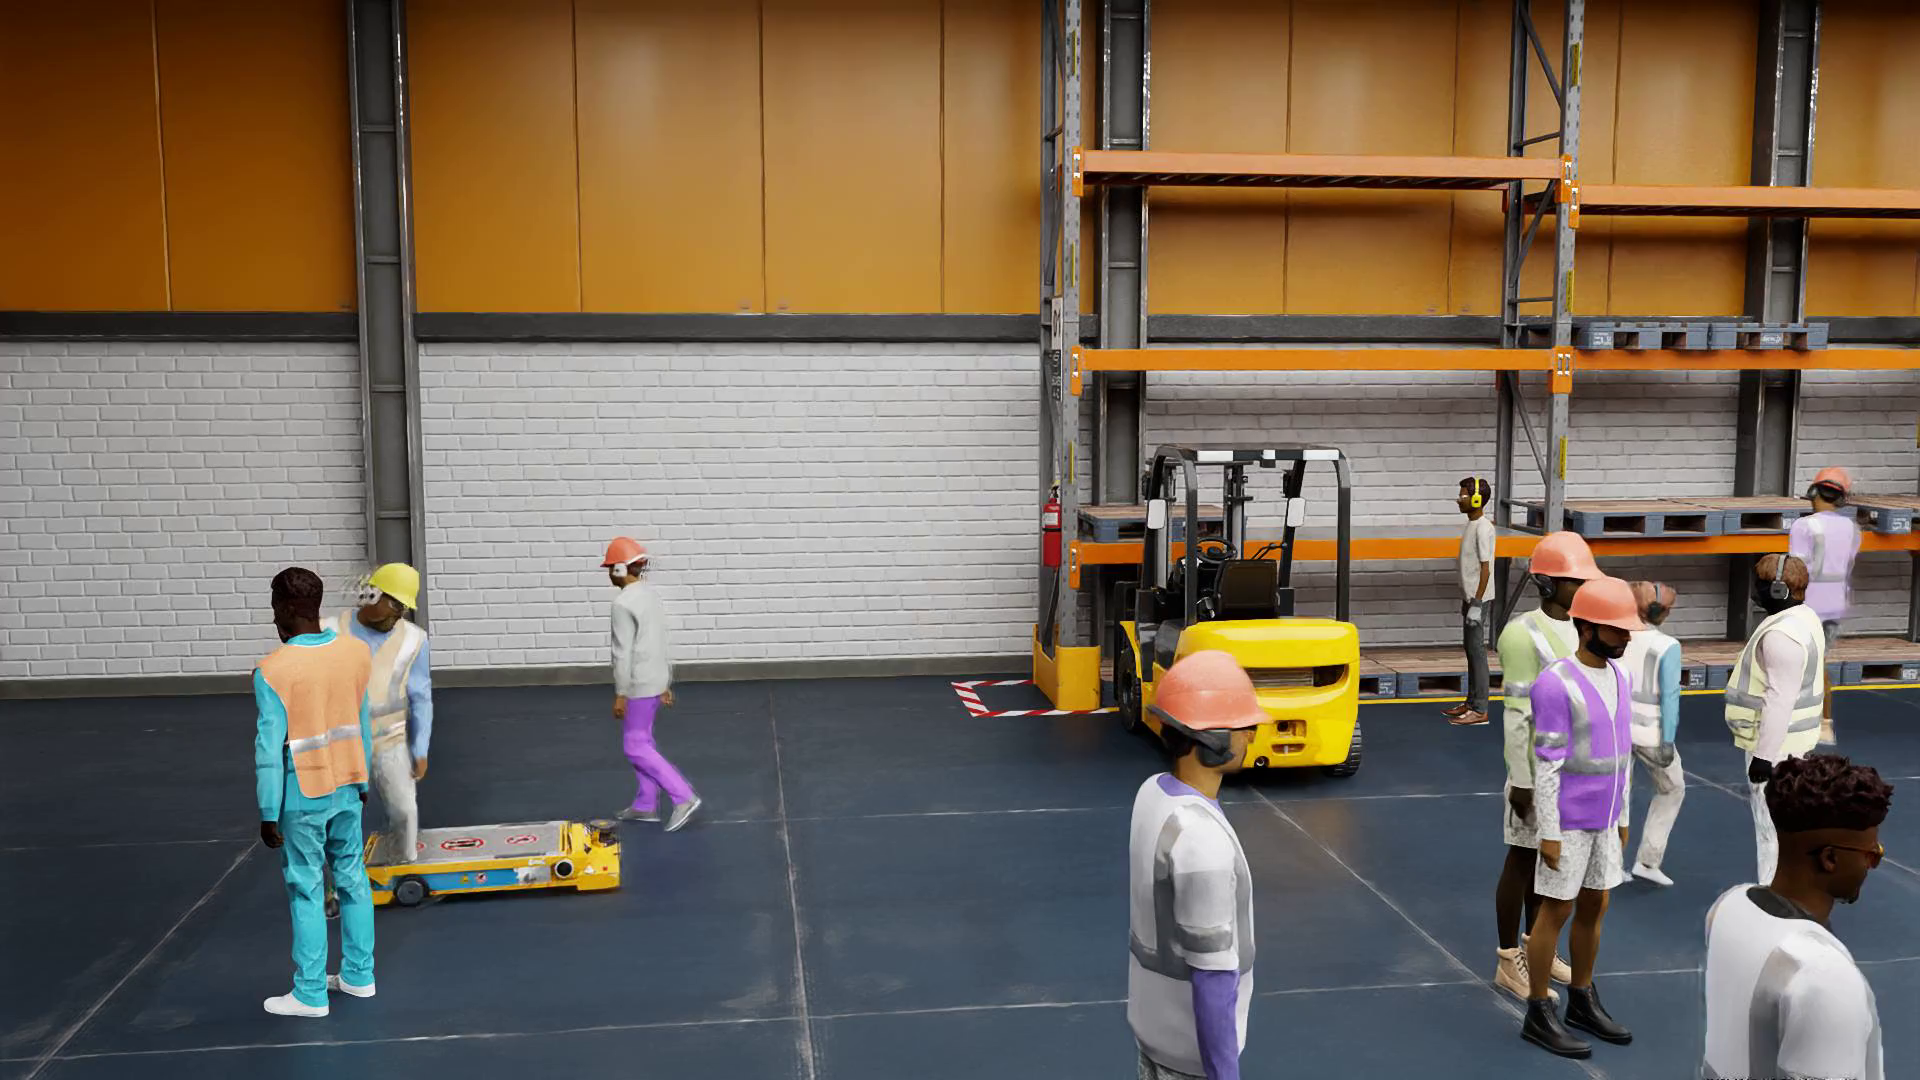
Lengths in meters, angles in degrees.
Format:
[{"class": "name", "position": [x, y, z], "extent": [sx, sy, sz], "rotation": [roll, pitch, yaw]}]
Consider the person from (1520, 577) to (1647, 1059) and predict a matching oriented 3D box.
[{"class": "person", "position": [2.526, 1.101, 6.678], "extent": [0.546, 1.929, 0.387], "rotation": [-4, 8, -32]}]

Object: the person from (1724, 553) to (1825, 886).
[{"class": "person", "position": [3.950, 0.981, 8.100], "extent": [0.429, 1.844, 0.626], "rotation": [4, 8, 32]}]

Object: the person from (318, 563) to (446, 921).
[{"class": "person", "position": [-2.944, 1.002, 8.245], "extent": [0.658, 1.780, 0.406], "rotation": [-2, 7, -13]}]

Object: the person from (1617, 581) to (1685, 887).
[{"class": "person", "position": [3.549, 1.016, 8.648], "extent": [0.416, 1.628, 0.536], "rotation": [-3, 7, -28]}]

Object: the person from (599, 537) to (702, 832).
[{"class": "person", "position": [-1.833, 0.843, 9.838], "extent": [0.631, 1.722, 0.581], "rotation": [1, 7, 9]}]

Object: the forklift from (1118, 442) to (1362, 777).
[{"class": "forklift", "position": [1.912, 0.418, 11.496], "extent": [1.214, 2.155, 2.313], "rotation": [-1, 7, -8]}]

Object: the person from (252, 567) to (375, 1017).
[{"class": "person", "position": [-2.732, 1.065, 7.073], "extent": [0.397, 1.911, 0.587], "rotation": [3, 7, 26]}]

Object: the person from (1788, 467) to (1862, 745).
[{"class": "person", "position": [5.990, 0.488, 11.753], "extent": [0.714, 2.000, 0.435], "rotation": [-3, 7, -22]}]

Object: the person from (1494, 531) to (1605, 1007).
[{"class": "person", "position": [2.578, 0.978, 7.243], "extent": [0.605, 2.045, 0.385], "rotation": [-6, 9, -42]}]

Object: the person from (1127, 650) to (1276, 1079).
[{"class": "person", "position": [0.639, 1.302, 4.405], "extent": [0.375, 2.042, 0.615], "rotation": [-1, 7, -8]}]

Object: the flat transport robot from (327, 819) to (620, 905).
[{"class": "flat transport robot", "position": [-2.530, 1.684, 8.751], "extent": [1.431, 0.197, 0.652], "rotation": [-2, 7, -13]}]

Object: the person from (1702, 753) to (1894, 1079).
[{"class": "person", "position": [1.889, 1.425, 3.728], "extent": [0.537, 1.953, 0.638], "rotation": [0, 7, 4]}]

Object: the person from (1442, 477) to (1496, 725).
[{"class": "person", "position": [3.857, 0.461, 12.546], "extent": [0.329, 1.868, 0.514], "rotation": [1, 7, 9]}]
